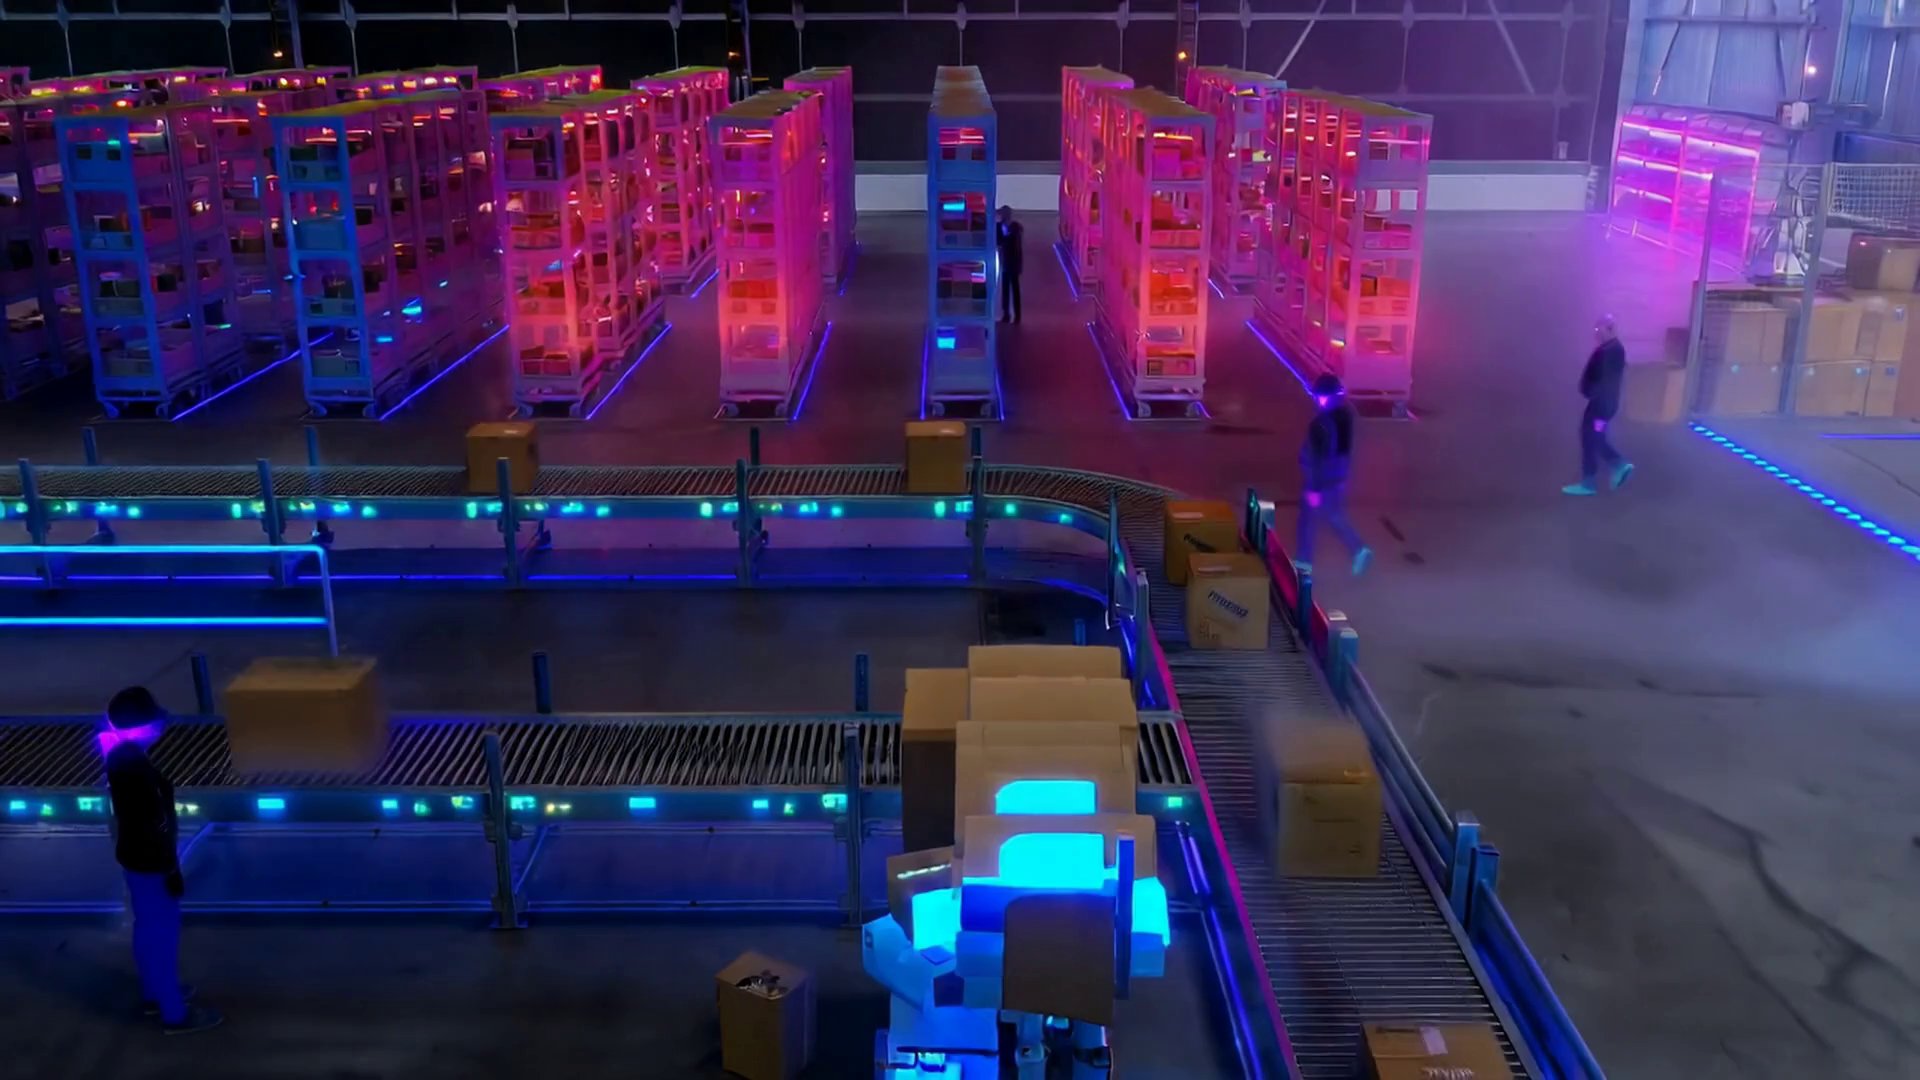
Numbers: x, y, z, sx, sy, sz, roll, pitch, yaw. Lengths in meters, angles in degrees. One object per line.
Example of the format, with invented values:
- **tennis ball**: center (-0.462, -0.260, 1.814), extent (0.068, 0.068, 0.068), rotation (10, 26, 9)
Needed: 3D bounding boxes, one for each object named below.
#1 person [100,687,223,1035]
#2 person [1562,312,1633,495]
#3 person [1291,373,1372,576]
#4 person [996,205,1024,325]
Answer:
- **person**: center (-3.885, 1.541, 8.036), extent (0.311, 1.768, 0.533), rotation (-16, 24, -41)
- **person**: center (6.503, -1.359, 16.759), extent (0.565, 1.889, 0.668), rotation (6, 19, 18)
- **person**: center (3.202, -0.548, 14.387), extent (0.754, 1.810, 0.599), rotation (16, 24, 40)
- **person**: center (0.739, -4.279, 25.865), extent (0.569, 1.831, 0.411), rotation (12, 22, 33)
